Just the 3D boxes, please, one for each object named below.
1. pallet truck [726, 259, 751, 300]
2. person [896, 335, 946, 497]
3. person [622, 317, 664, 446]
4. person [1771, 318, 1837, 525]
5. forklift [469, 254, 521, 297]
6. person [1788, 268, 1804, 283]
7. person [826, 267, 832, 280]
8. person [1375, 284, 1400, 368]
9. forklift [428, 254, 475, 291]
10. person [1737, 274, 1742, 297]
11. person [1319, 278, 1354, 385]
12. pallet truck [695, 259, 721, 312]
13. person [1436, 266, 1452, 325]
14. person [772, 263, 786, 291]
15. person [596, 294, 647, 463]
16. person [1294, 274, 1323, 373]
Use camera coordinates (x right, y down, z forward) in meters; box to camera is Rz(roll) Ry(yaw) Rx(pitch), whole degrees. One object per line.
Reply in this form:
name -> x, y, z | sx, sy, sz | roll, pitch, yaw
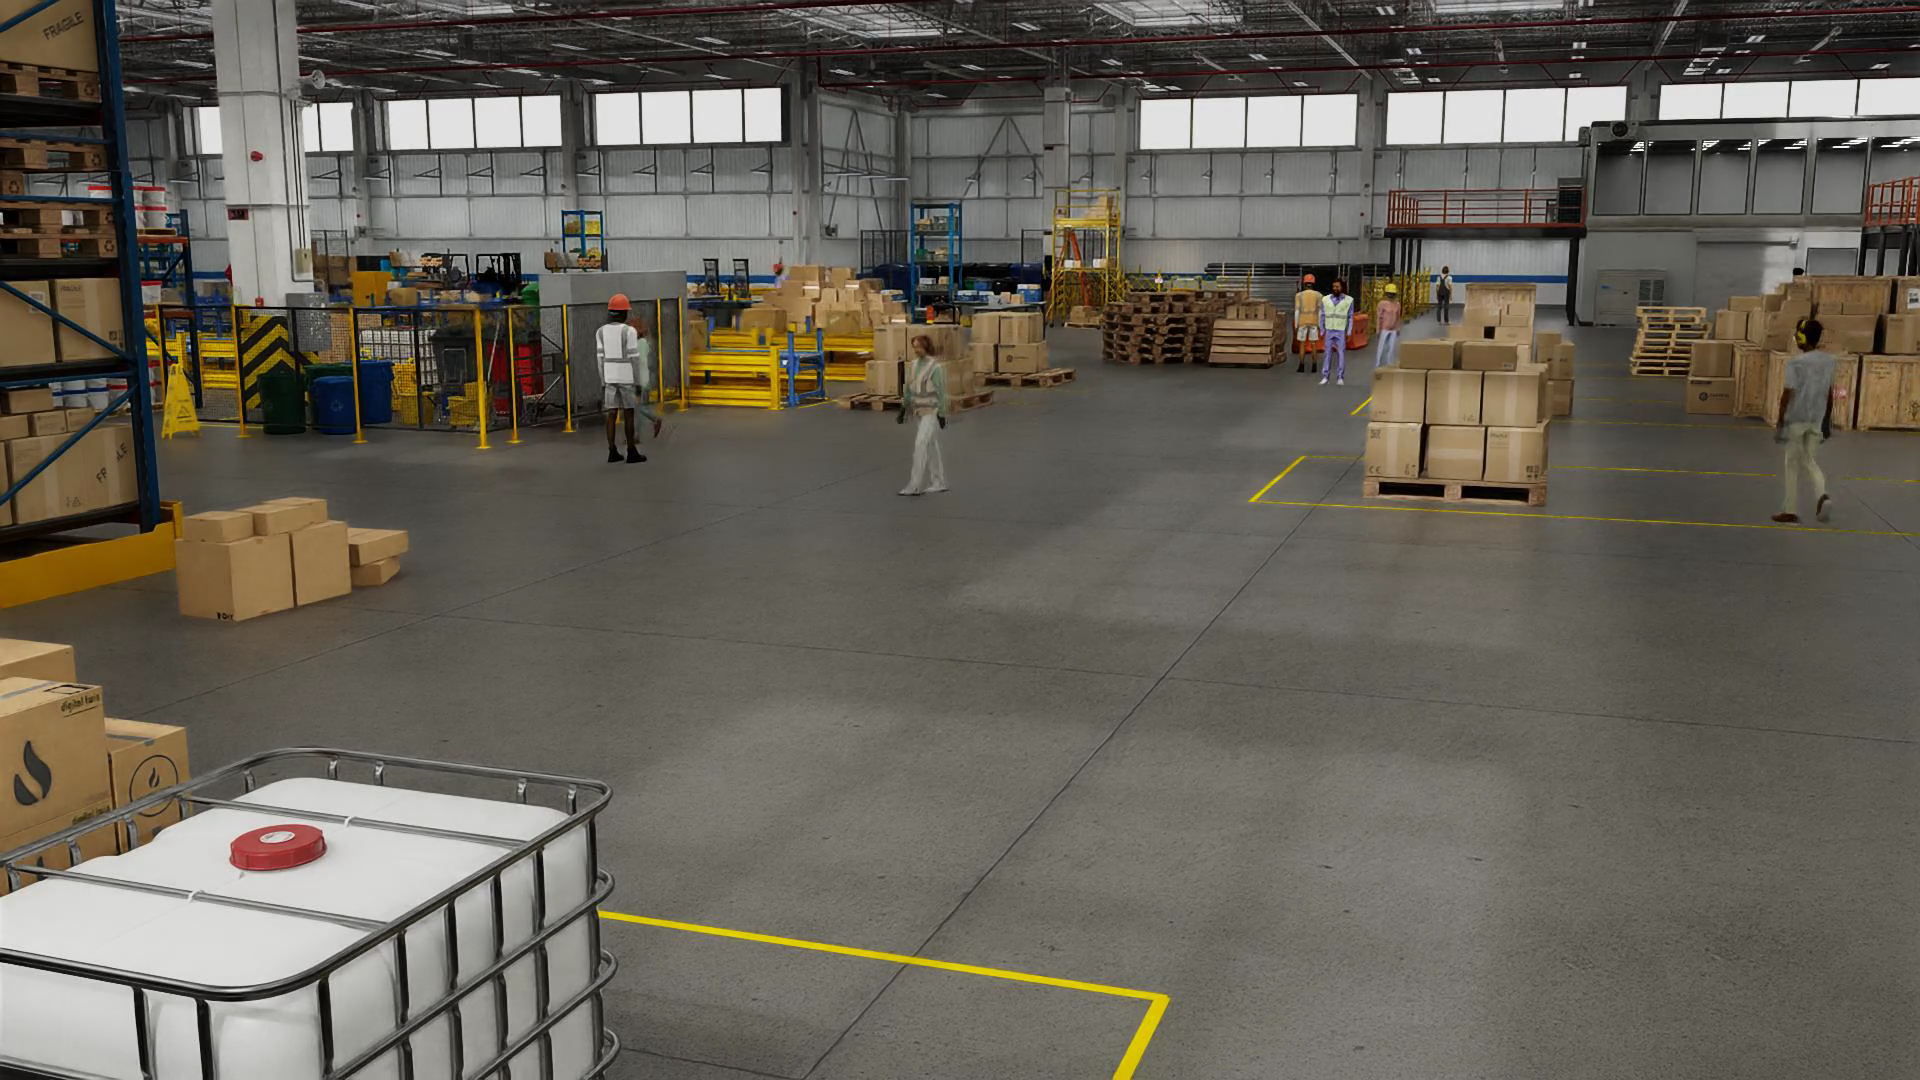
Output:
pallet truck -> -7.986, -9.493, 62.019 | 0.823, 1.965, 1.885 | 3, 11, 17
person -> -0.424, -1.234, 16.613 | 0.768, 1.610, 0.536 | -6, 12, -32
person -> -3.993, -1.995, 20.880 | 0.561, 1.614, 0.503 | -8, 13, -36
person -> 7.523, -1.037, 14.786 | 0.555, 1.855, 0.539 | -2, 10, -9
forklift -> -17.990, -10.121, 64.684 | 1.157, 1.987, 2.680 | 3, 11, 17
person -> 20.041, -5.564, 40.000 | 0.375, 1.959, 0.603 | 0, 10, -2
person -> -3.830, -7.339, 50.378 | 0.693, 1.848, 0.931 | 0, 10, 2
person -> 8.197, -4.009, 31.789 | 0.533, 1.767, 0.327 | -4, 11, -22
forklift -> -20.133, -10.254, 65.465 | 1.157, 1.987, 2.680 | 3, 11, 19
person -> 24.303, -7.677, 52.196 | 0.813, 1.862, 0.654 | 0, 10, 1
person -> 6.745, -3.735, 29.812 | 0.587, 1.920, 0.393 | 5, 11, 24
pallet truck -> -9.165, -9.627, 62.776 | 0.823, 1.965, 1.885 | 4, 11, 23
person -> 15.206, -7.682, 52.252 | 0.506, 1.846, 0.351 | 9, 13, 41
person -> -5.303, -7.076, 48.507 | 1.049, 1.970, 0.597 | -7, 12, -35
person -> -3.896, -1.848, 19.131 | 0.542, 1.939, 0.359 | 4, 11, 21
person -> 6.835, -4.253, 32.679 | 0.548, 1.936, 0.378 | 0, 10, 2
